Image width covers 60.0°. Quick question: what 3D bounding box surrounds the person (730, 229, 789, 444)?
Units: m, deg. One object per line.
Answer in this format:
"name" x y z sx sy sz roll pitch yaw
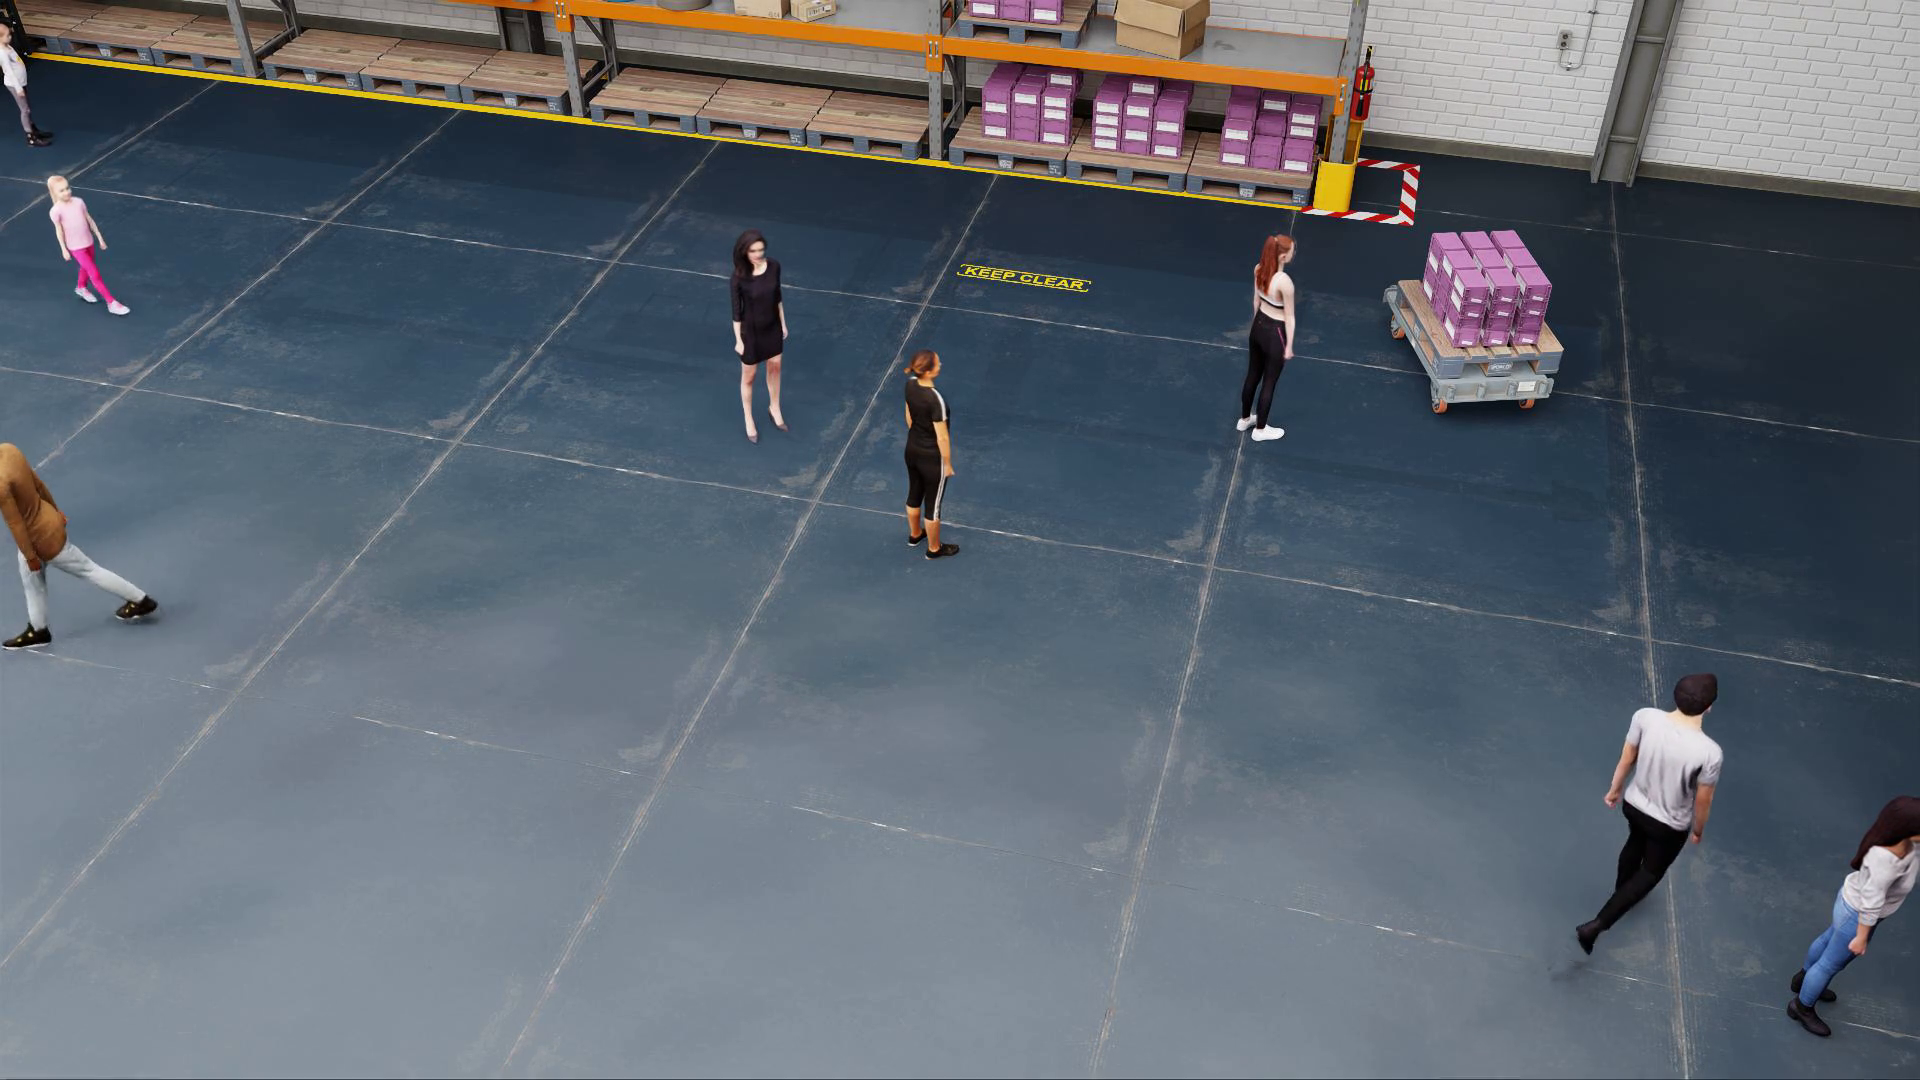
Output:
"person" -1.524 -1.571 12.721 0.667 1.803 0.705 -24 45 -27

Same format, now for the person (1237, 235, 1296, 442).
"person" 2.360 -1.551 12.746 0.724 1.741 0.665 -19 43 -23

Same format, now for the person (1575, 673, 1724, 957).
"person" 3.663 1.488 8.861 1.135 1.841 1.106 -24 44 -27

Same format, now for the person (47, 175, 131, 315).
"person" -7.671 -2.579 14.429 0.923 1.246 0.592 17 42 20

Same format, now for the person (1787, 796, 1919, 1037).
"person" 4.600 1.893 8.520 0.602 1.633 0.655 20 43 23

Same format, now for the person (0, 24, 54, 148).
"person" -9.664 -4.662 17.014 0.636 1.277 0.586 -15 41 -18

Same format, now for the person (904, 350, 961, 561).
"person" -0.233 -0.610 11.626 0.725 1.668 0.645 -25 45 -28

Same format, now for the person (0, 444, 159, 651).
"person" -5.879 -0.048 10.848 1.257 1.761 1.125 -13 40 -15
